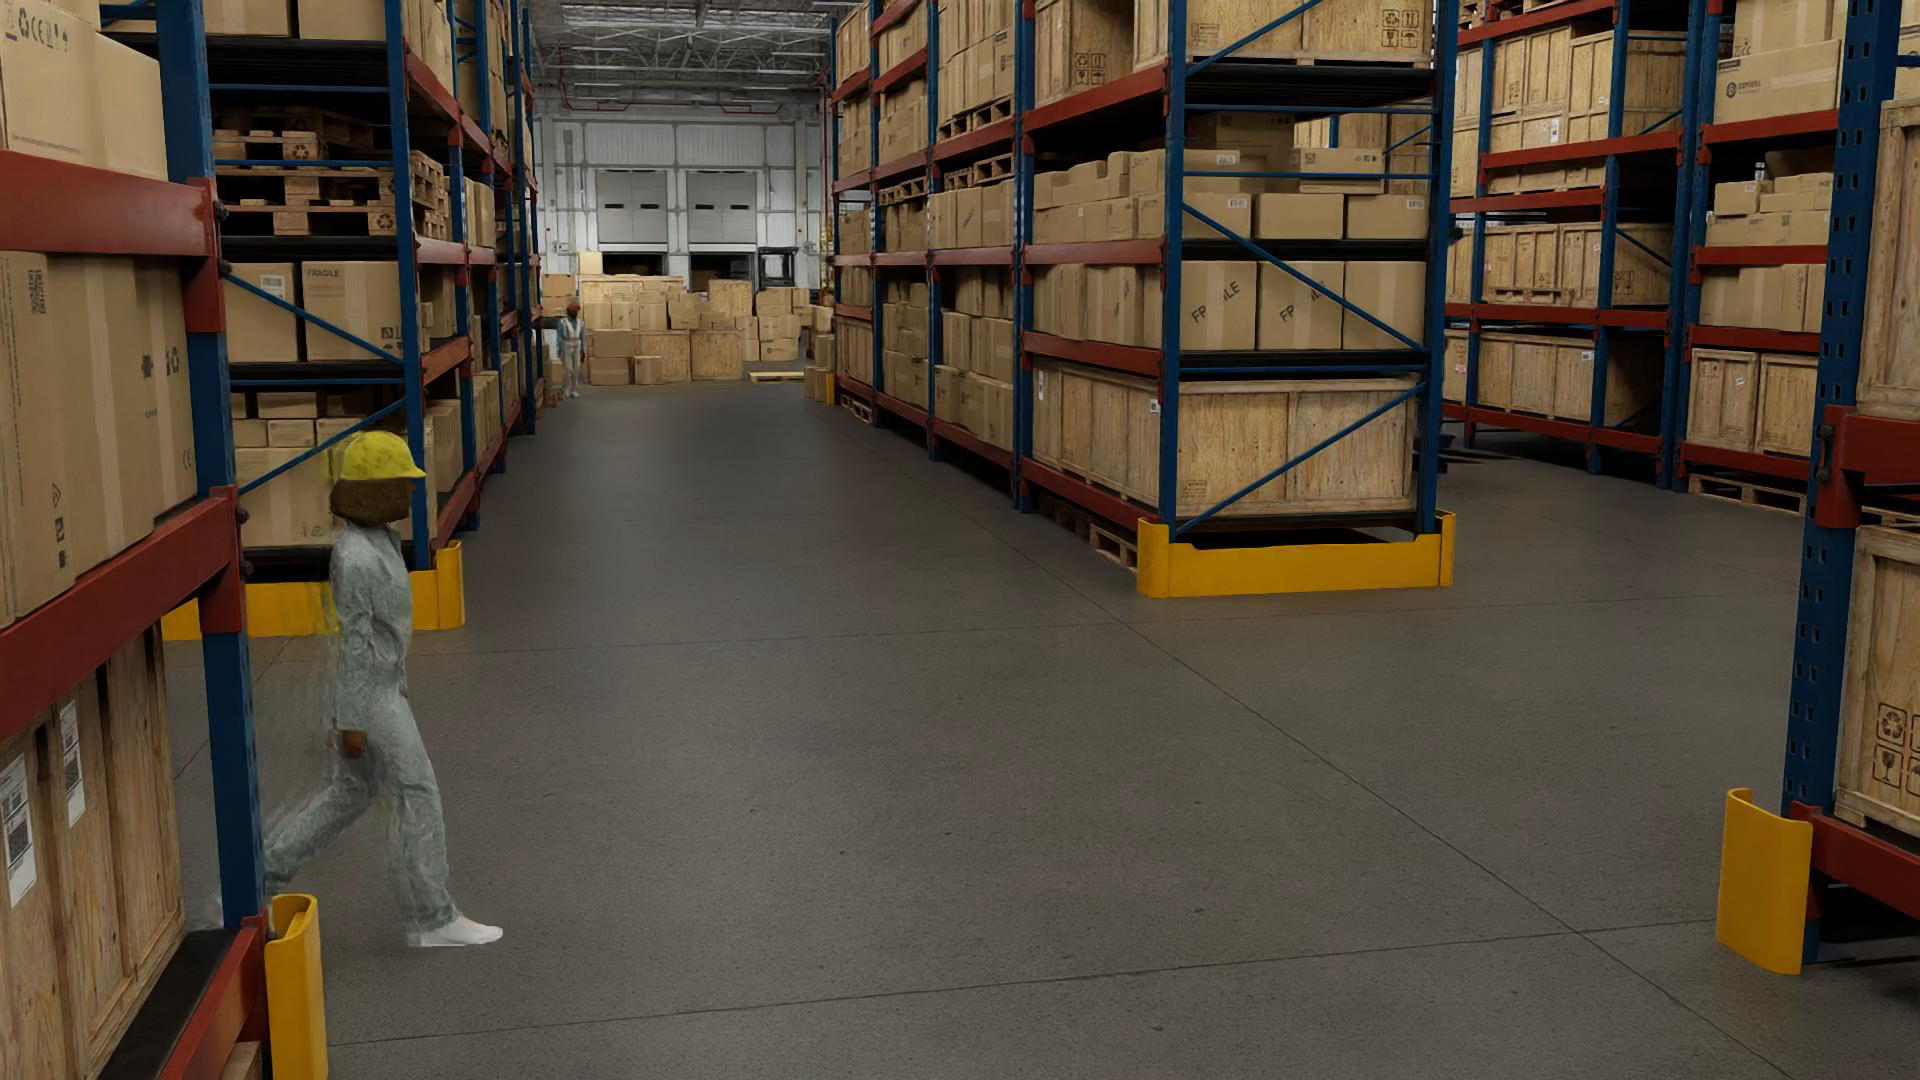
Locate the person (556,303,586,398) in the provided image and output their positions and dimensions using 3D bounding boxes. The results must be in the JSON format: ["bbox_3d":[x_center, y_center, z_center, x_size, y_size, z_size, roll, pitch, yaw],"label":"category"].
[{"bbox_3d":[-6.605,-3.218,28.260,0.388,1.621,0.527,9,13,43],"label":"person"}]

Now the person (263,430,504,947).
[{"bbox_3d":[-1.961,0.496,5.347,0.820,1.710,0.495,-2,10,-13],"label":"person"}]

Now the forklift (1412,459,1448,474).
[{"bbox_3d":[4.180,-2.136,17.845,1.129,2.768,1.873,-6,11,-32],"label":"forklift"}]

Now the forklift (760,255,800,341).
[{"bbox_3d":[-5.569,-7.385,49.836,1.129,2.768,1.873,-3,10,-18],"label":"forklift"}]

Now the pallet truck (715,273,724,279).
[{"bbox_3d":[-8.580,-8.986,62.280,1.885,1.965,0.823,1,9,5],"label":"pallet truck"}]
